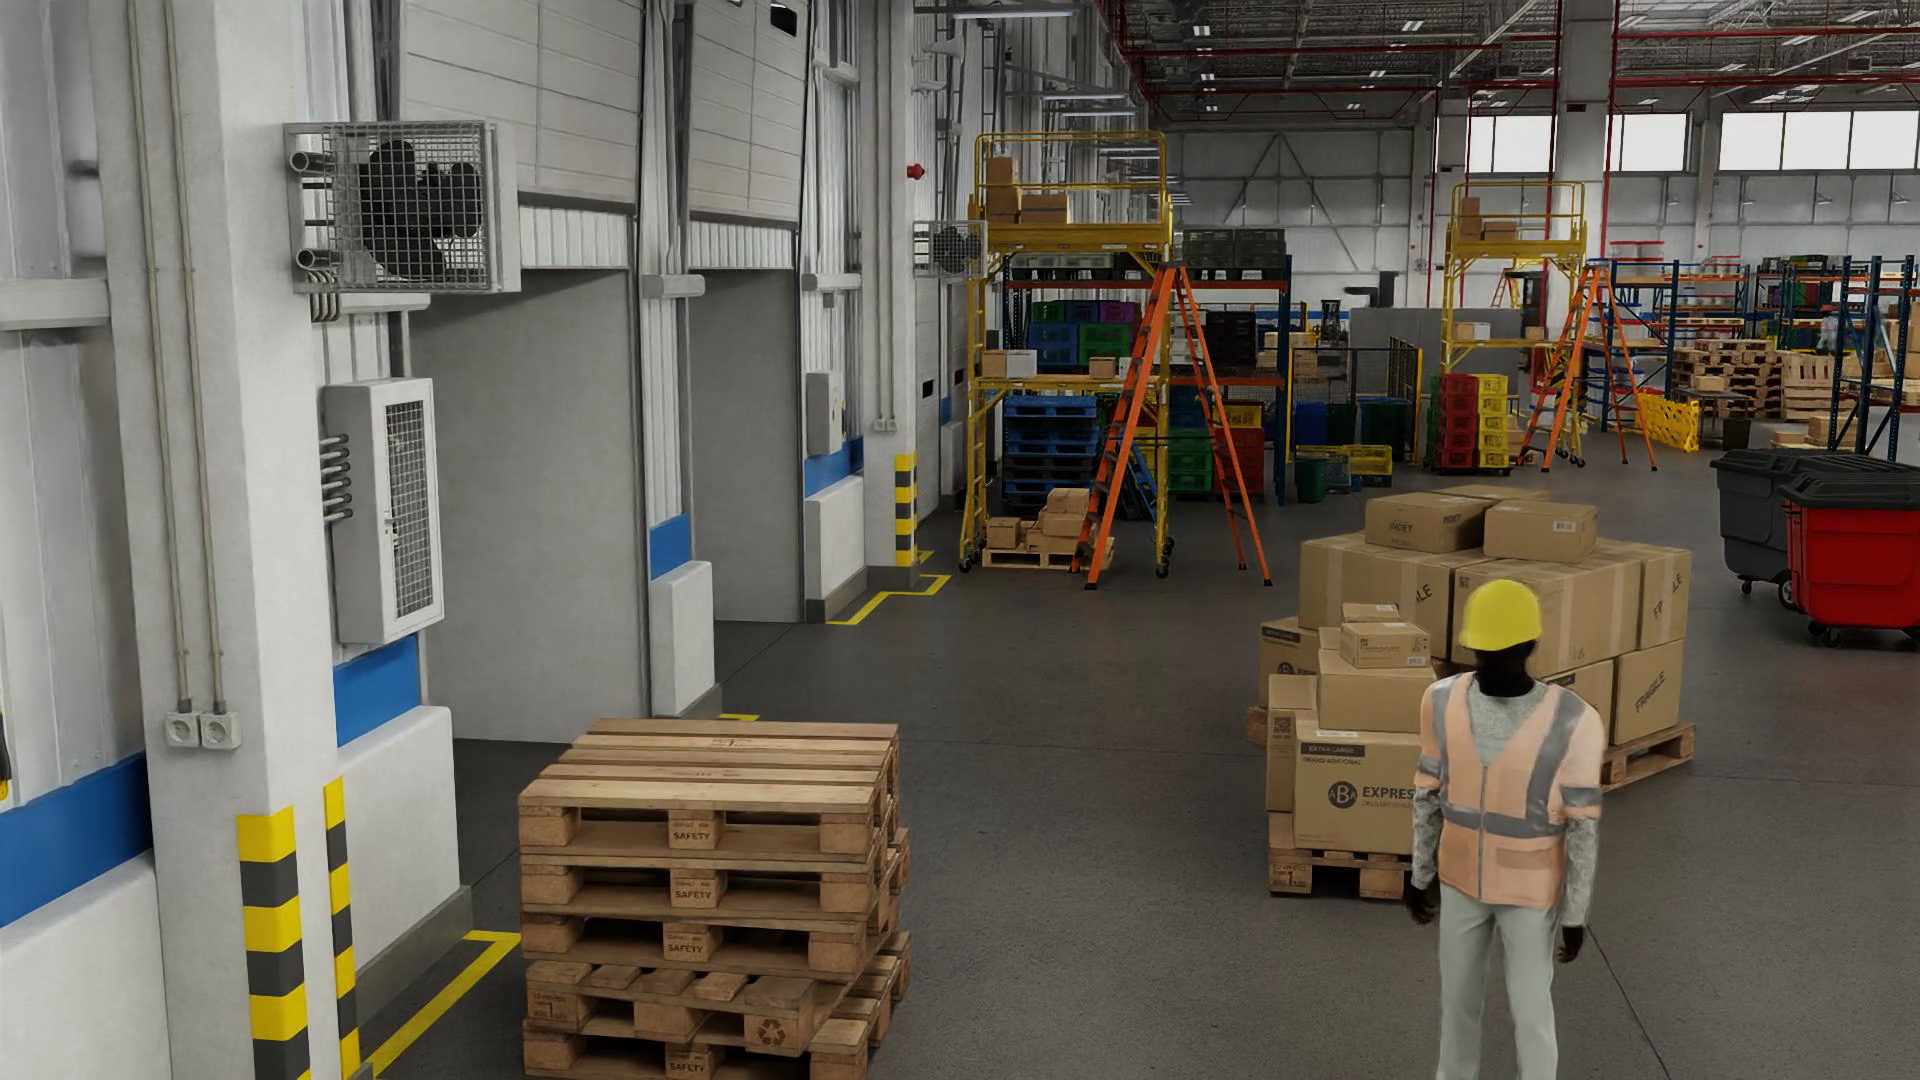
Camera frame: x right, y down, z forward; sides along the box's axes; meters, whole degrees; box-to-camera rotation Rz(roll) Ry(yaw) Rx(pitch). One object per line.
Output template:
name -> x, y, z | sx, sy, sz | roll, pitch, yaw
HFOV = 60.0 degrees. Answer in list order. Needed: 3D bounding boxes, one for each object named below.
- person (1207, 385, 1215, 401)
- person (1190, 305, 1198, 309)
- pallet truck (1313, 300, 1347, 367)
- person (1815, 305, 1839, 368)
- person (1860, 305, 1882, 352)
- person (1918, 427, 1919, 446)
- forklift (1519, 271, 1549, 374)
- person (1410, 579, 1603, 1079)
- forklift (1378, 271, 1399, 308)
person -> 5.262, -3.644, 35.088 | 0.319, 1.631, 0.526 | -5, 10, -27
person -> 6.251, -5.348, 44.680 | 0.544, 1.930, 0.389 | -5, 10, -28
pallet truck -> 11.159, -6.200, 49.718 | 0.823, 1.965, 1.885 | 4, 10, 26
person -> 24.464, -5.699, 46.991 | 0.985, 1.891, 0.565 | -1, 9, -7
person -> 26.115, -5.821, 47.629 | 0.798, 1.920, 0.632 | -4, 10, -24
person -> 15.770, -2.370, 26.900 | 0.319, 1.739, 0.485 | 8, 12, 42
forklift -> 16.127, -6.011, 45.839 | 1.873, 2.768, 1.129 | -3, 10, -17
person -> 1.667, 1.061, 5.187 | 0.589, 1.918, 0.399 | 8, 12, 42
forklift -> 10.763, -5.391, 42.016 | 1.873, 2.768, 1.129 | 1, 9, 9
